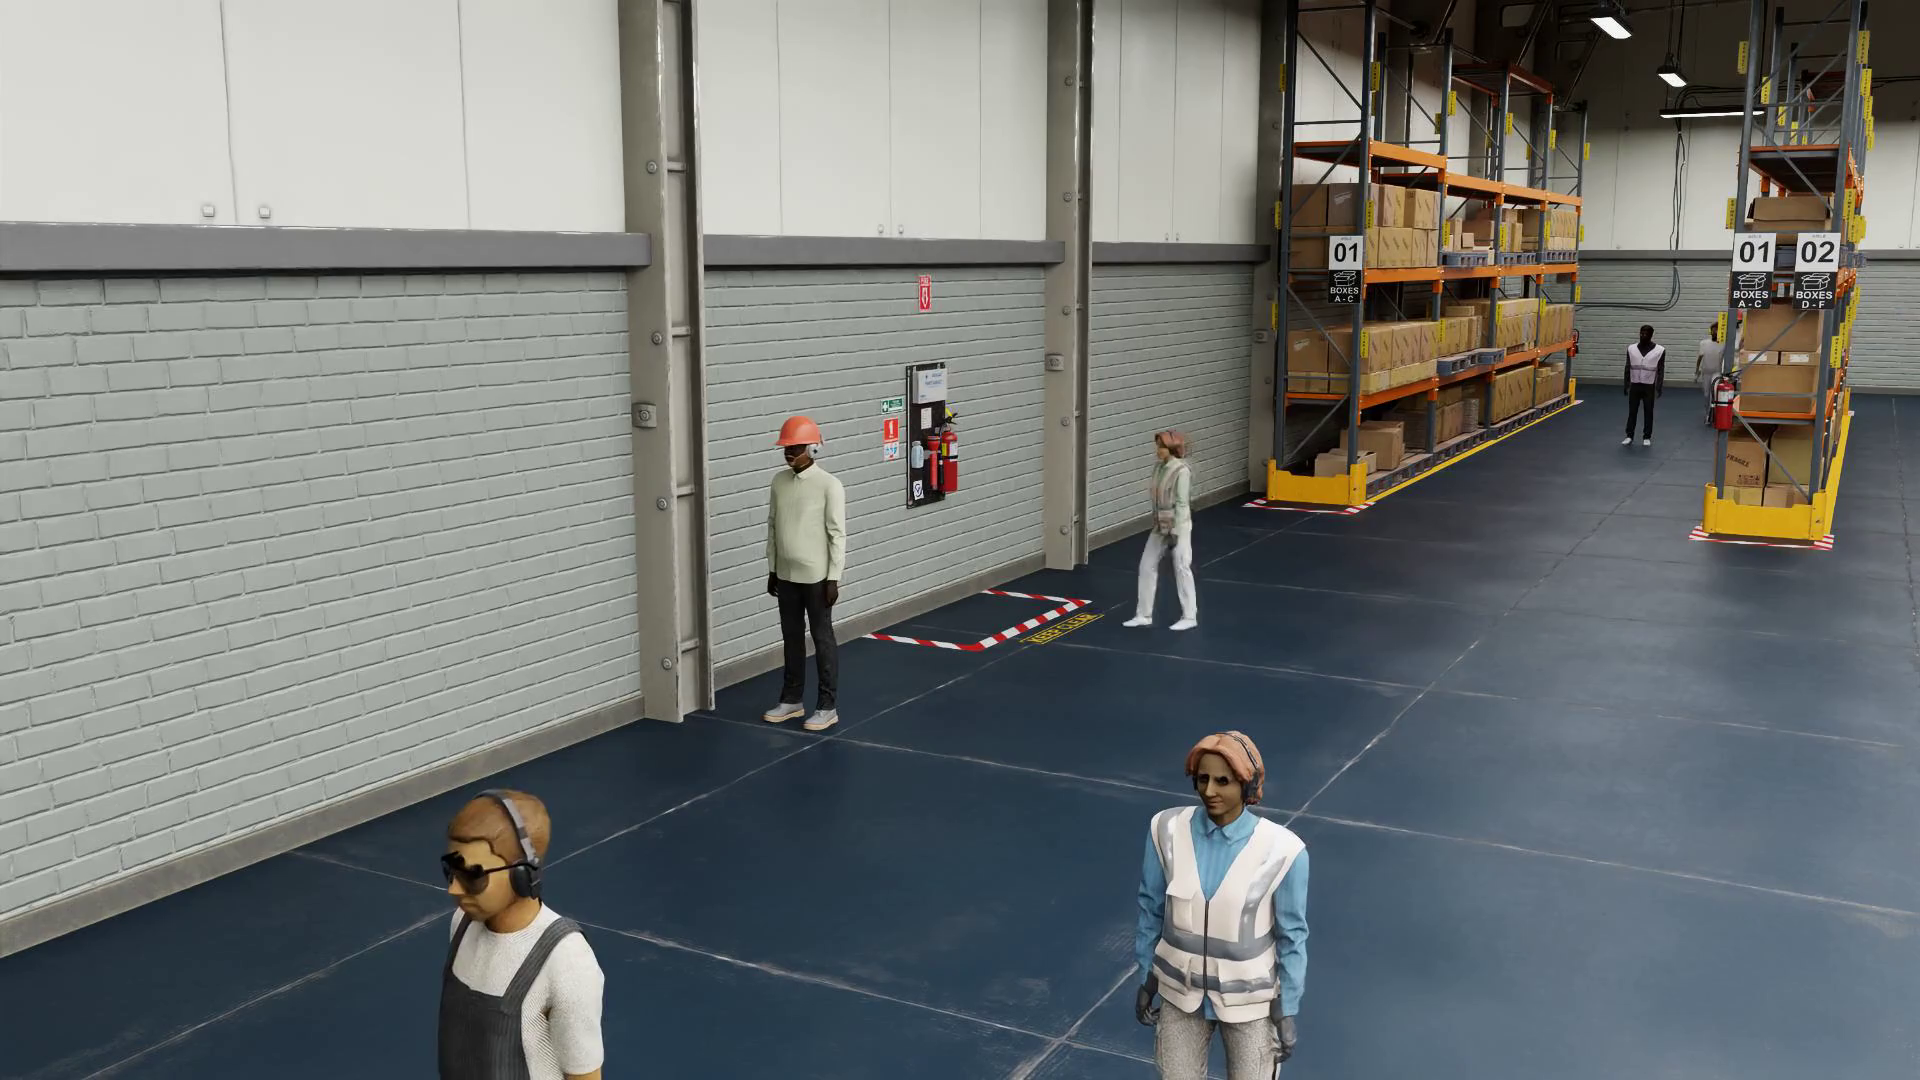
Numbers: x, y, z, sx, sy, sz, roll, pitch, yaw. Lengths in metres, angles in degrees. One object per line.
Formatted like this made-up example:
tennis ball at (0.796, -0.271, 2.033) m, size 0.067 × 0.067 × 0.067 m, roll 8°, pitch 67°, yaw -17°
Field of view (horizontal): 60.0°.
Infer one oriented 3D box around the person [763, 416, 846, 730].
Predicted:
person at (-0.994, 0.203, 10.579) m, size 0.612 × 1.997 × 0.375 m, roll 7°, pitch 12°, yaw 35°

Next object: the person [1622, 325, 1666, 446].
person at (10.830, -2.450, 26.358) m, size 0.587 × 1.914 × 0.391 m, roll 6°, pitch 12°, yaw 33°

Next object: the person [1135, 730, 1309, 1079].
person at (0.758, 1.353, 4.884) m, size 0.514 × 1.642 × 0.310 m, roll 5°, pitch 11°, yaw 26°

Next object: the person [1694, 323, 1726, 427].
person at (13.346, -2.946, 29.524) m, size 0.522 × 1.833 × 0.955 m, roll 6°, pitch 12°, yaw 33°

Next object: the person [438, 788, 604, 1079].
person at (-1.001, 1.445, 3.758) m, size 0.508 × 1.845 × 0.345 m, roll 8°, pitch 12°, yaw 38°

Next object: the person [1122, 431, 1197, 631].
person at (1.598, -0.062, 13.244) m, size 0.702 × 1.611 × 0.558 m, roll -4°, pitch 10°, yaw -22°

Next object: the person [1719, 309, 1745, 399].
person at (14.416, -3.305, 31.071) m, size 0.623 × 2.007 × 0.806 m, roll 5°, pitch 11°, yaw 28°
